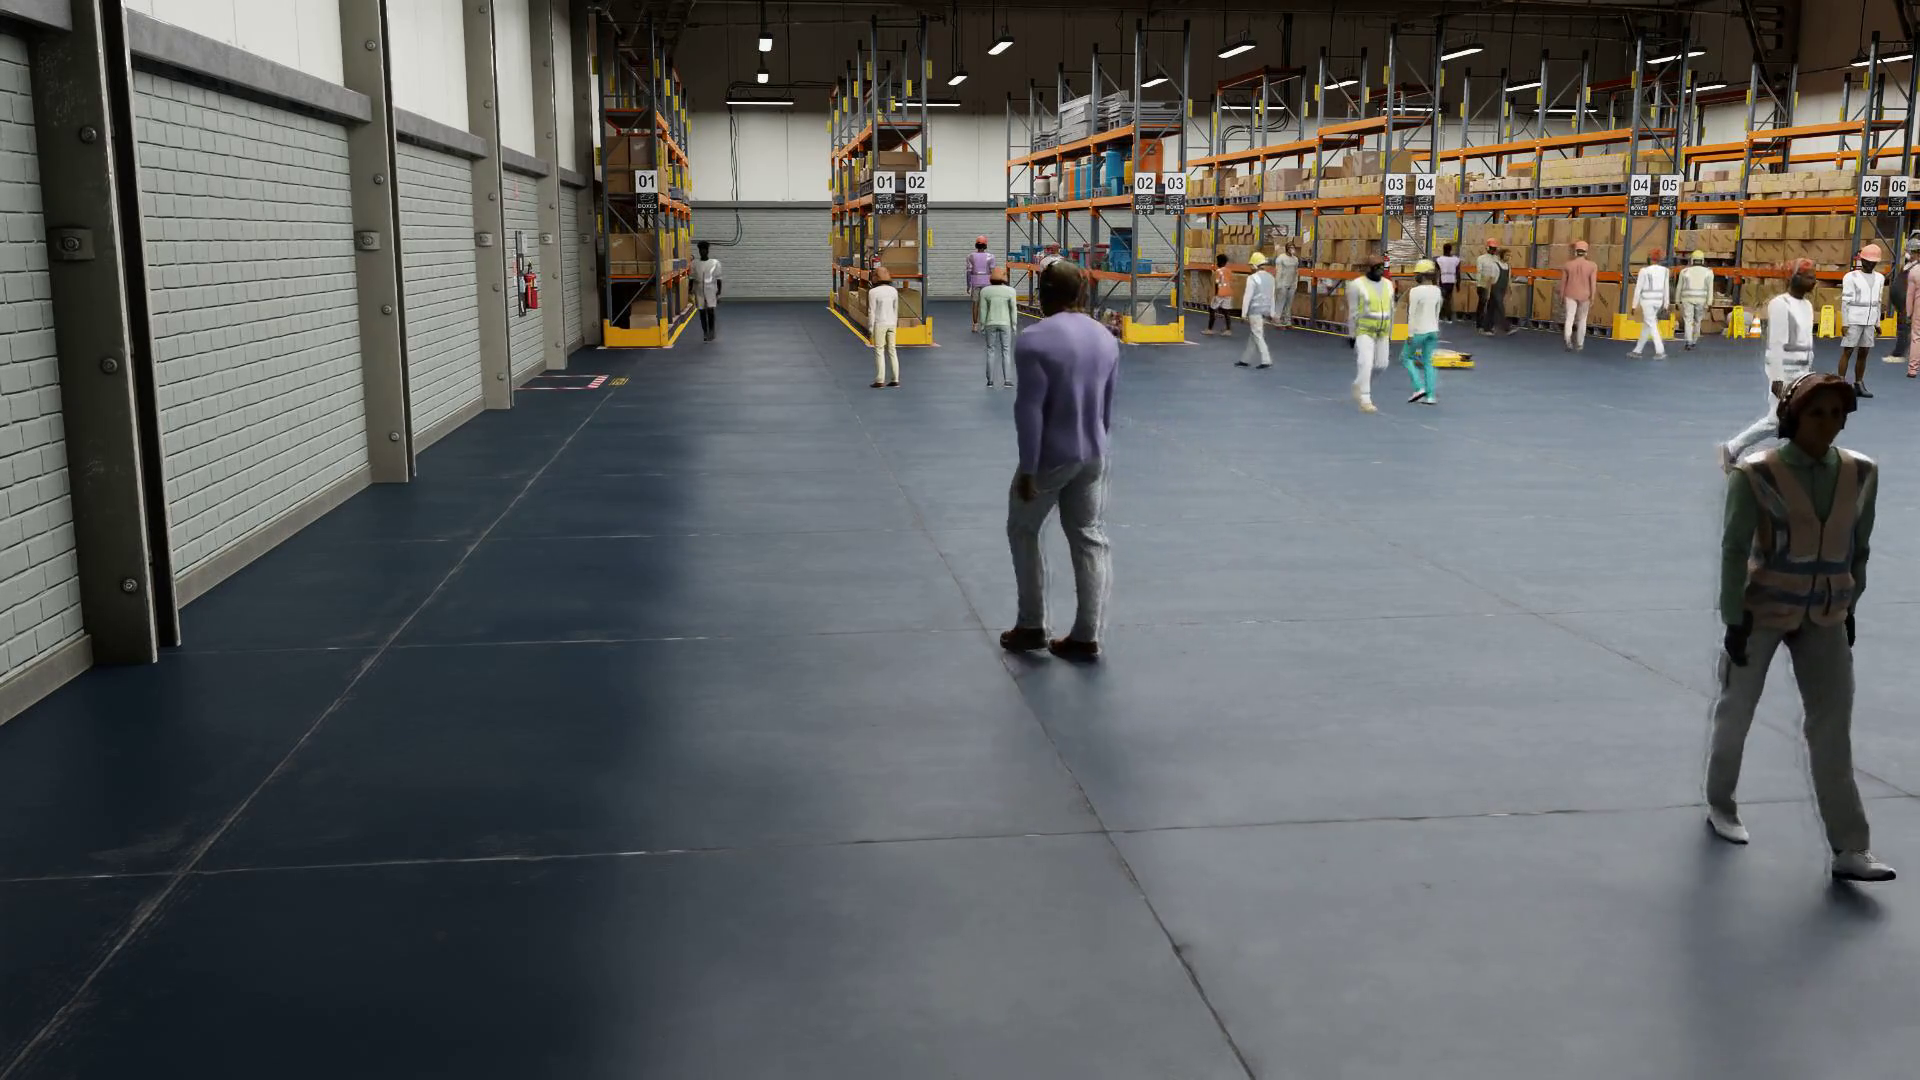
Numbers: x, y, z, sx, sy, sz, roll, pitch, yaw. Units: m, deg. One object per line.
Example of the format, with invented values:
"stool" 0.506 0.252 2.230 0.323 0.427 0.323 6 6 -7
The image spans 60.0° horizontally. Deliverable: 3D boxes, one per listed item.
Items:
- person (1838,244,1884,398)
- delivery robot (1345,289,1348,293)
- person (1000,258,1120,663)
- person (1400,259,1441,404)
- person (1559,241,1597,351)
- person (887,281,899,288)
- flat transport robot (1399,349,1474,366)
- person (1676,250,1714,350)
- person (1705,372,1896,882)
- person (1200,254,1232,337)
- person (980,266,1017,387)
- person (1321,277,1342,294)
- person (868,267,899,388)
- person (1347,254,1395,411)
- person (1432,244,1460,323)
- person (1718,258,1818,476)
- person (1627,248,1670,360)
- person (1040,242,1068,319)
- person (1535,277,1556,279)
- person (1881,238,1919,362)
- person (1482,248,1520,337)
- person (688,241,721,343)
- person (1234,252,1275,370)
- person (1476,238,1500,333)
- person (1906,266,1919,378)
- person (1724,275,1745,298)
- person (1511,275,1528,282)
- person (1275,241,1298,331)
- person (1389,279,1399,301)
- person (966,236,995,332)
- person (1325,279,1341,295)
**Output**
"person" 11.385 -2.750 20.980 0.542 1.928 0.374 -1 10 -8
"delivery robot" 11.645 -7.333 49.613 0.707 0.478 0.477 2 10 12
"person" 0.454 -0.384 8.030 0.659 1.914 0.712 -8 13 -36
"person" 5.600 -2.515 20.174 0.558 1.751 0.409 -6 12 -32
"person" 11.012 -4.349 29.671 0.624 1.967 0.903 5 11 25
"person" -1.939 -7.264 46.569 0.516 1.616 0.498 -2 10 -9
"flat transport robot" 7.508 -2.883 26.252 0.652 0.197 1.431 -1 10 -6
"person" 13.266 -4.332 30.052 0.605 1.791 0.950 3 11 16
"person" 2.677 0.273 5.303 0.538 1.596 0.831 0 10 -2
"person" 5.246 -4.979 33.900 0.545 1.667 0.734 -10 14 -44
"person" 0.523 -2.885 22.525 0.505 1.631 0.278 2 10 9
"person" 10.365 -7.363 46.415 0.557 1.886 1.010 -1 10 -7
"person" -1.034 -2.860 22.422 0.500 1.625 0.293 -9 14 -42
"person" 4.796 -2.435 19.557 0.630 1.829 0.599 -4 11 -21
"person" 11.457 -6.051 39.274 0.600 1.853 1.018 -2 11 -11
"person" 6.660 -1.351 13.507 0.584 1.860 0.757 -7 13 -35
"person" 11.480 -3.910 27.601 0.591 1.841 0.970 -4 11 -20
"person" 1.946 -5.067 33.726 0.642 1.913 0.409 4 11 19
"person" 15.331 -6.841 43.445 0.559 1.901 0.883 -1 10 -8
"person" 15.432 -3.880 26.865 0.807 2.000 0.685 2 10 10
"person" 10.962 -4.975 33.557 0.508 1.787 0.967 -8 13 -36
"person" -4.873 -4.704 31.635 0.618 1.939 0.664 0 10 2
"person" 4.529 -3.495 25.451 0.612 1.794 0.849 -10 14 -42
"person" 11.187 -5.375 35.182 0.612 1.997 0.376 -3 11 -18
"person" 13.951 -3.275 23.912 0.643 1.909 0.411 6 12 31
"person" 20.946 -7.114 44.930 0.584 1.918 0.381 -1 10 -7
"person" 16.976 -8.151 50.470 1.088 1.985 0.613 -1 10 -5
"person" 7.081 -5.493 36.024 0.625 1.934 0.364 -7 12 -34
"person" 10.180 -5.986 39.612 0.535 1.589 0.855 0 10 -1
"person" 0.446 -5.430 35.356 0.614 2.041 0.390 0 10 3
"person" 11.173 -7.930 49.528 0.678 1.899 0.650 -5 11 -25
